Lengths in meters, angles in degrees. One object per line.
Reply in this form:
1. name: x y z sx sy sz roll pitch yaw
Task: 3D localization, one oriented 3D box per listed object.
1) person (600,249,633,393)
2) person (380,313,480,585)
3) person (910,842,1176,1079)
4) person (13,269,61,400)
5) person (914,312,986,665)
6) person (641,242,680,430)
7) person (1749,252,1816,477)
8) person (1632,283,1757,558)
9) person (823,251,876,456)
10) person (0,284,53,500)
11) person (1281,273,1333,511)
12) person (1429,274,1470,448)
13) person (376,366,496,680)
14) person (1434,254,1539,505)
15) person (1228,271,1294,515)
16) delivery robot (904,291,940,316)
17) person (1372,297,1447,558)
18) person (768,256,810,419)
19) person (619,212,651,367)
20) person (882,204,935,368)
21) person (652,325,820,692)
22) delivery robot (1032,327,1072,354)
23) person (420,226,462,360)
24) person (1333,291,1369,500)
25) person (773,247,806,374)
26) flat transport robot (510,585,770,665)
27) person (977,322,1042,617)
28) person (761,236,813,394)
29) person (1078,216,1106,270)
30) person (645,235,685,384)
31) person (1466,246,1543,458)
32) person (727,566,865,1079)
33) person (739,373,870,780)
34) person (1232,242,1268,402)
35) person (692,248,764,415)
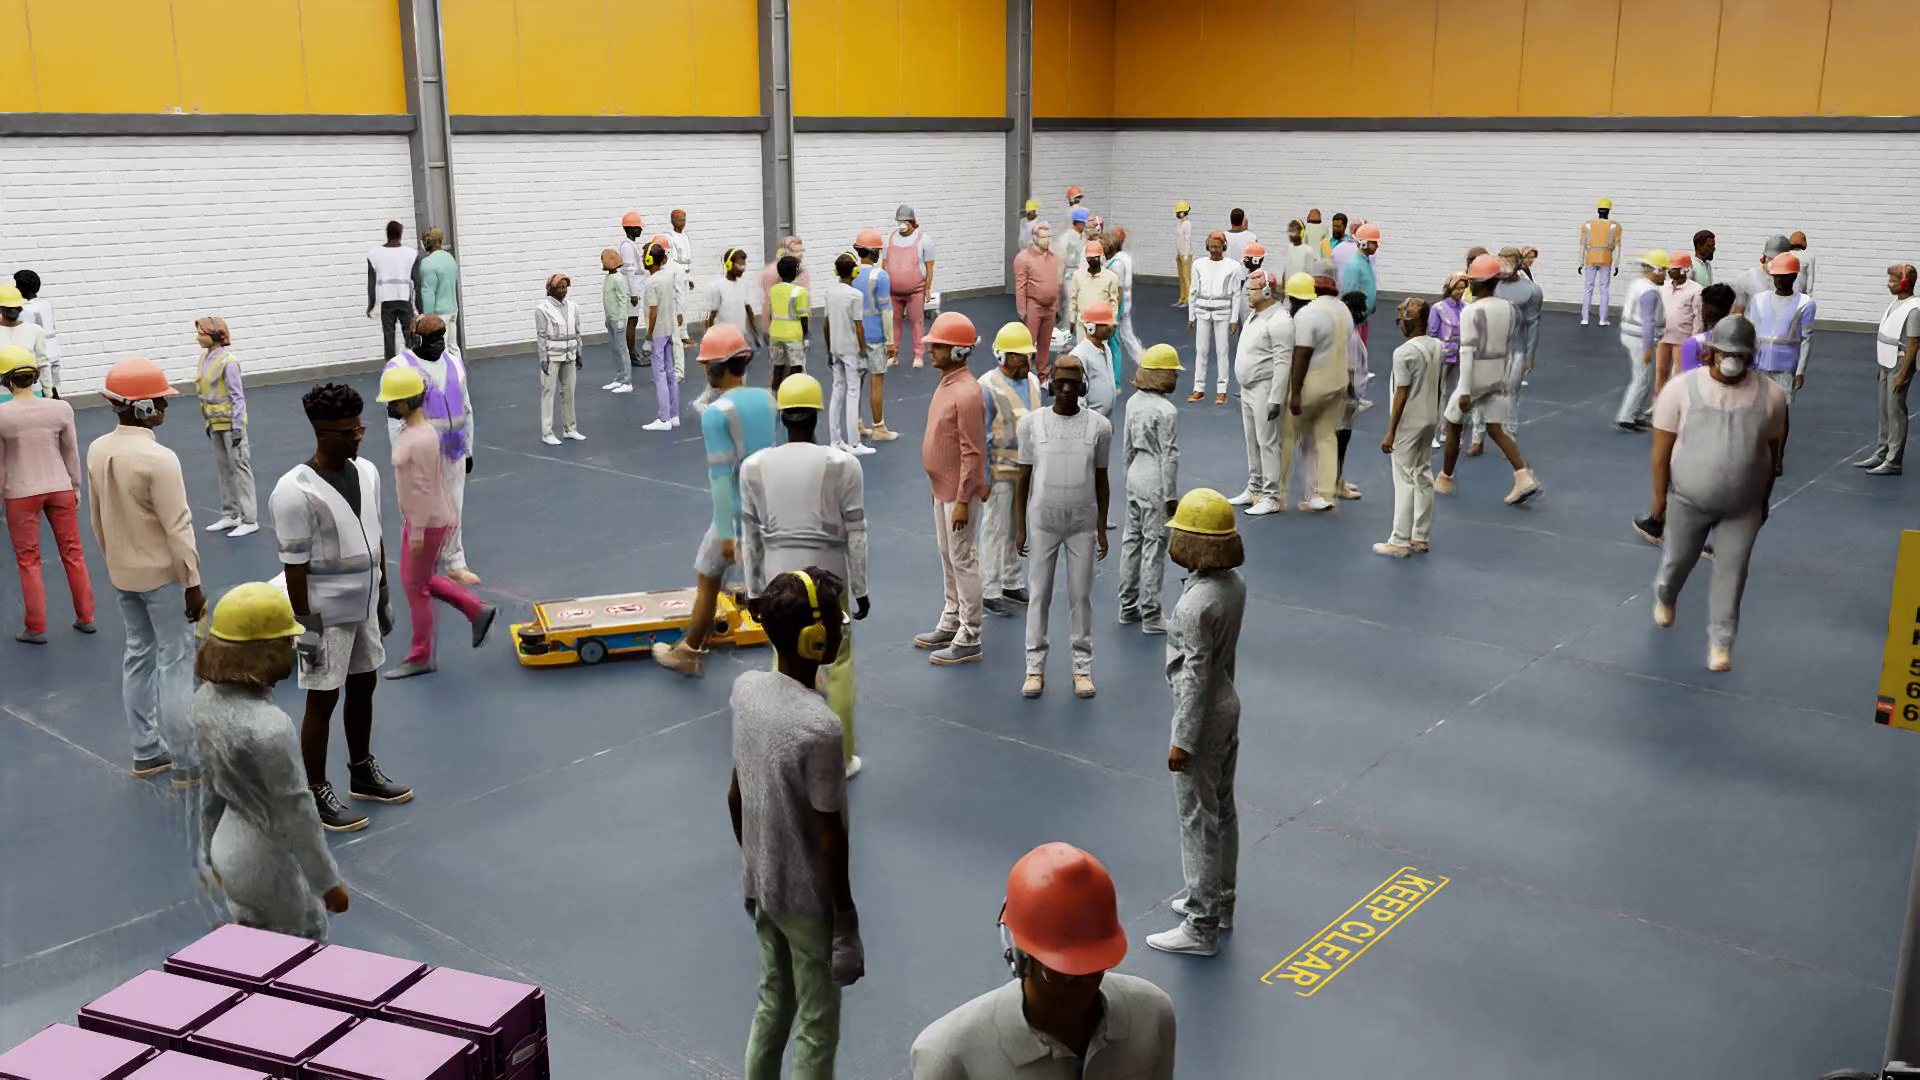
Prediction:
1. person: -3.945 -2.505 19.010 0.269 1.632 0.505 -8 16 -29
2. person: -3.431 -0.564 10.863 0.430 1.836 0.618 11 18 37
3. person: 0.180 1.395 3.182 0.559 1.751 0.326 -7 16 -26
4. person: -8.681 -1.704 15.702 0.319 1.687 0.539 -1 14 -5
5. person: -0.040 -0.295 9.442 0.375 1.997 0.612 -4 15 -15
6. person: -3.025 -2.032 16.648 0.326 1.869 0.519 4 15 16
7. person: 7.079 -1.522 14.460 0.543 1.940 0.361 12 18 40
8. person: 5.267 -0.860 11.837 0.625 1.920 0.953 -4 14 -14
9. person: -1.044 -1.718 15.381 0.512 1.873 0.329 13 19 42
10. person: -7.660 -1.198 13.547 0.365 1.759 0.525 13 19 43
11. person: 2.664 -1.146 13.074 0.640 1.880 0.907 -5 15 -18
12. person: 4.631 -1.694 15.762 0.523 1.636 0.308 -8 16 -28
13. person: -2.939 -0.109 9.206 0.595 1.738 0.543 -7 16 -27
14. person: 4.264 -1.282 13.397 0.620 2.009 0.997 -9 17 -32
15. person: 2.346 -1.153 13.055 0.402 1.906 0.652 -3 14 -12
16. delivery robot: -0.660 -3.742 25.949 0.707 0.478 0.477 -11 18 -38
17. person: 3.180 -0.789 11.734 0.505 1.840 0.346 -11 18 -37
18. person: -1.773 -2.080 17.183 0.540 1.695 0.317 8 16 30
19. person: -4.114 -3.166 21.034 0.362 1.938 0.545 -2 14 -10
20. person: -0.685 -3.182 20.889 0.676 2.000 0.536 4 15 17
21. person: -1.192 -0.157 8.935 1.069 1.979 0.608 9 17 32
22. delivery robot: 1.069 -2.586 21.329 0.707 0.478 0.477 4 15 17
23. person: -5.704 -2.466 18.266 0.367 1.934 0.630 2 14 9
24. person: 3.178 -1.189 13.623 0.315 1.696 0.541 2 14 8
25. person: -1.784 -2.191 17.503 0.341 1.760 0.525 1 14 3
26. flat transport robot: -1.893 0.488 9.813 1.431 0.197 0.652 -5 15 -19
27. person: 0.319 -0.449 10.390 0.404 1.829 0.600 11 18 38
28. person: -1.789 -2.233 17.407 0.434 1.886 0.683 11 18 38
29. person: 1.646 -3.039 20.592 0.409 1.907 0.651 -6 15 -23
30. person: -3.492 -2.715 19.623 0.566 1.744 0.349 7 16 27
31. person: 4.967 -1.716 15.238 0.632 1.940 0.372 6 15 22
32. person: -0.438 0.983 4.595 0.310 1.868 0.533 -11 18 -37
33. person: -0.715 0.185 7.711 0.599 1.904 0.443 3 14 11
34. person: 3.220 -2.406 18.370 0.326 1.752 0.559 0 14 0
35. person: -2.362 -2.044 16.799 0.934 1.827 0.527 9 16 31
